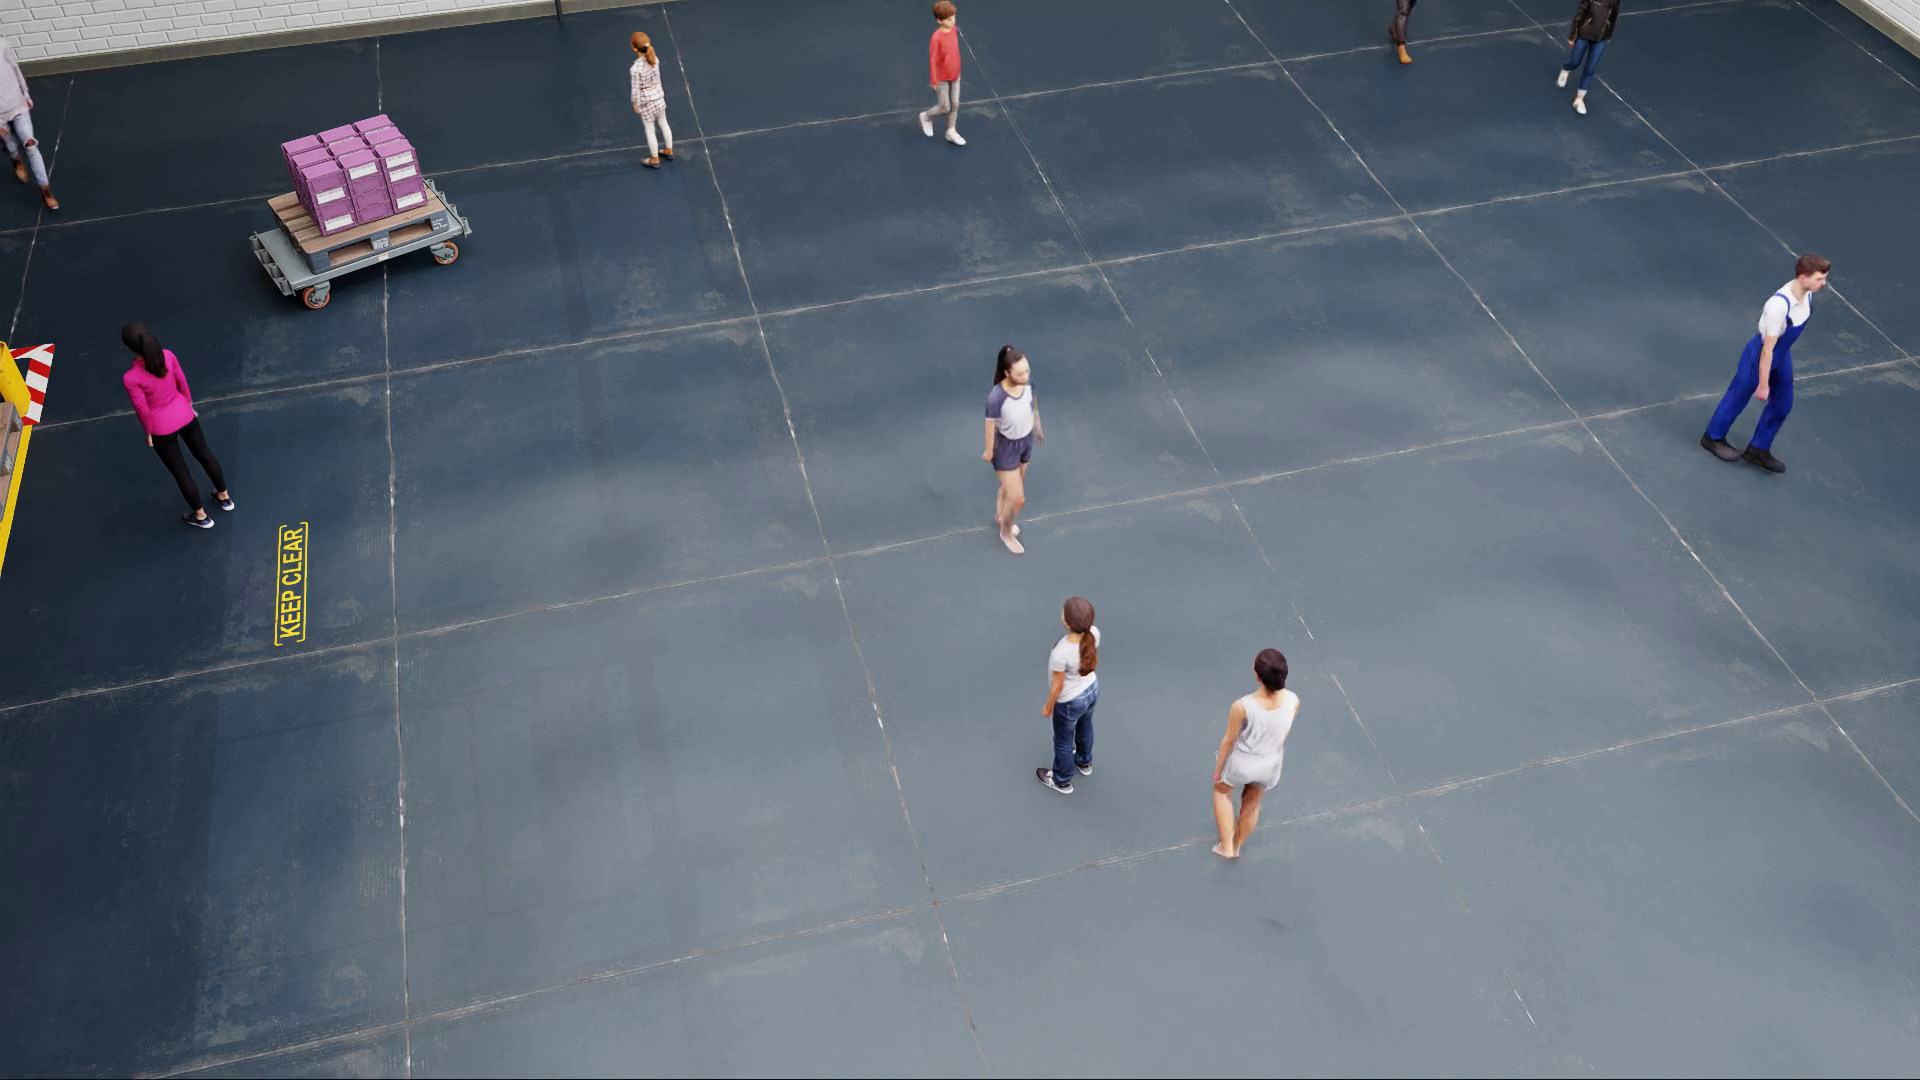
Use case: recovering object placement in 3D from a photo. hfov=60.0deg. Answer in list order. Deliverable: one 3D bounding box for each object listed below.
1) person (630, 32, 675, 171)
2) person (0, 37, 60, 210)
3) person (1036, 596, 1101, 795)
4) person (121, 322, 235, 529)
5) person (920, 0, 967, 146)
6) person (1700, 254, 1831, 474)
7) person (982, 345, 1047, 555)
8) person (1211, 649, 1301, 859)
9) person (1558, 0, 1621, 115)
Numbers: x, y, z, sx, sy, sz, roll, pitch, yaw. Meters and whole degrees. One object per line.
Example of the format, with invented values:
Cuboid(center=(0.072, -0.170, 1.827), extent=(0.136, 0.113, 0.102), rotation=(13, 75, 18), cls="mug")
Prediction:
Cuboid(center=(-2.836, -4.043, 15.250), extent=(0.644, 1.309, 0.600), rotation=(27, 50, 25), cls="person")
Cuboid(center=(-8.486, -3.863, 14.694), extent=(0.975, 1.816, 1.224), rotation=(-27, 50, -26), cls="person")
Cuboid(center=(0.674, 0.903, 9.874), extent=(0.656, 1.563, 0.623), rotation=(34, 53, 30), cls="person")
Cuboid(center=(-5.479, -0.811, 11.575), extent=(0.753, 1.699, 0.691), rotation=(21, 48, 21), cls="person")
Cuboid(center=(-0.173, -4.369, 15.521), extent=(0.800, 1.408, 0.719), rotation=(28, 50, 26), cls="person")
Cuboid(center=(5.749, -1.340, 12.036), extent=(0.852, 1.830, 0.982), rotation=(-29, 51, -27), cls="person")
Cuboid(center=(0.293, -0.679, 11.482), extent=(0.775, 1.637, 0.725), rotation=(30, 51, 28), cls="person")
Cuboid(center=(1.684, 1.299, 9.414), extent=(0.634, 1.626, 0.627), rotation=(-10, 44, -10), cls="person")
Cuboid(center=(6.078, -4.907, 16.043), extent=(0.733, 1.467, 0.959), rotation=(1, 44, 1), cls="person")
